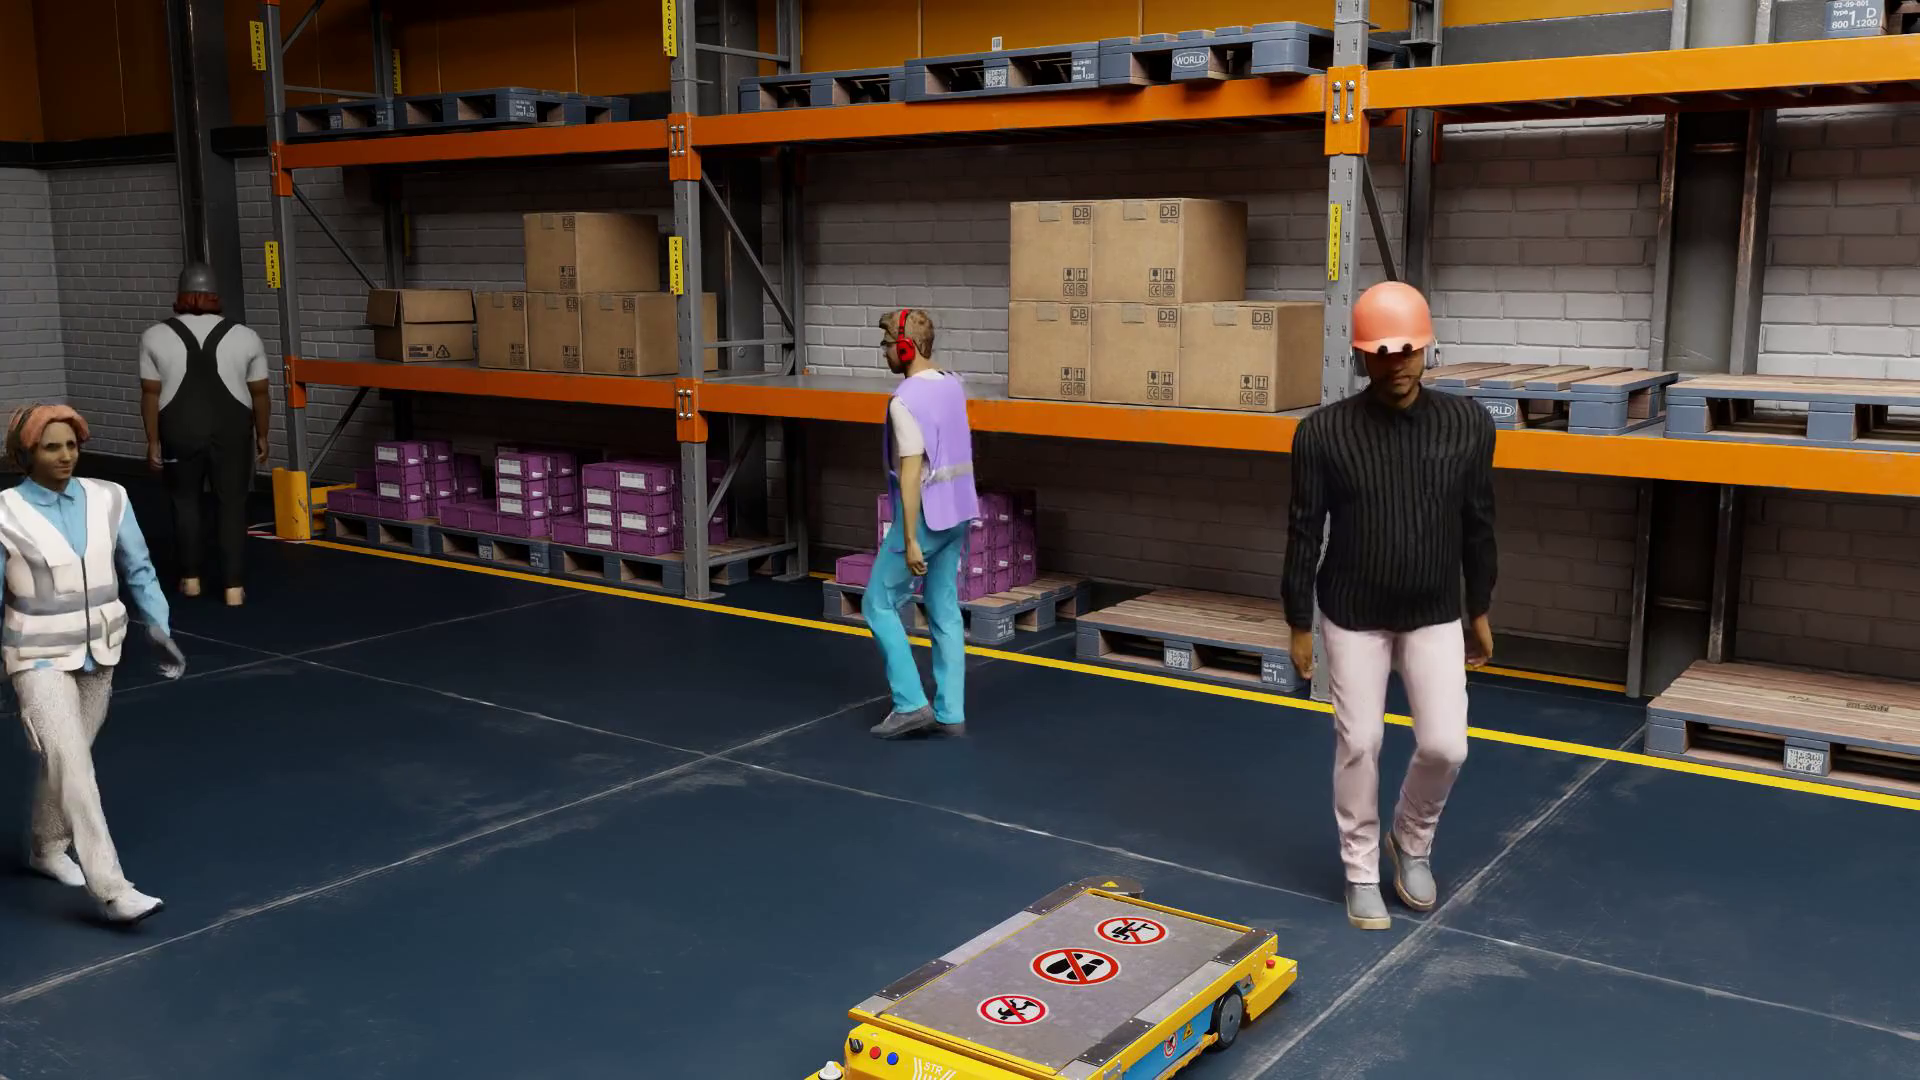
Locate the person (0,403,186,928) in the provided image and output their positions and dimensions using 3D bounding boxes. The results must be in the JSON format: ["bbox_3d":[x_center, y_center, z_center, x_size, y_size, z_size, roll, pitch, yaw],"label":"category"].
[{"bbox_3d":[-2.733,0.375,5.148,0.875,1.591,0.530,5,11,27],"label":"person"}]

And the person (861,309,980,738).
[{"bbox_3d":[-0.182,-0.057,7.024,0.524,1.821,0.565,5,11,29],"label":"person"}]

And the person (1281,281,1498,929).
[{"bbox_3d":[1.279,0.222,4.941,0.638,1.965,0.491,1,10,3],"label":"person"}]

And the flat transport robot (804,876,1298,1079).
[{"bbox_3d":[0.254,1.194,4.191,0.652,0.197,1.431,7,12,35],"label":"flat transport robot"}]

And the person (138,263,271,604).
[{"bbox_3d":[-4.510,-0.662,9.983,0.704,2.000,0.869,-4,10,-25],"label":"person"}]
